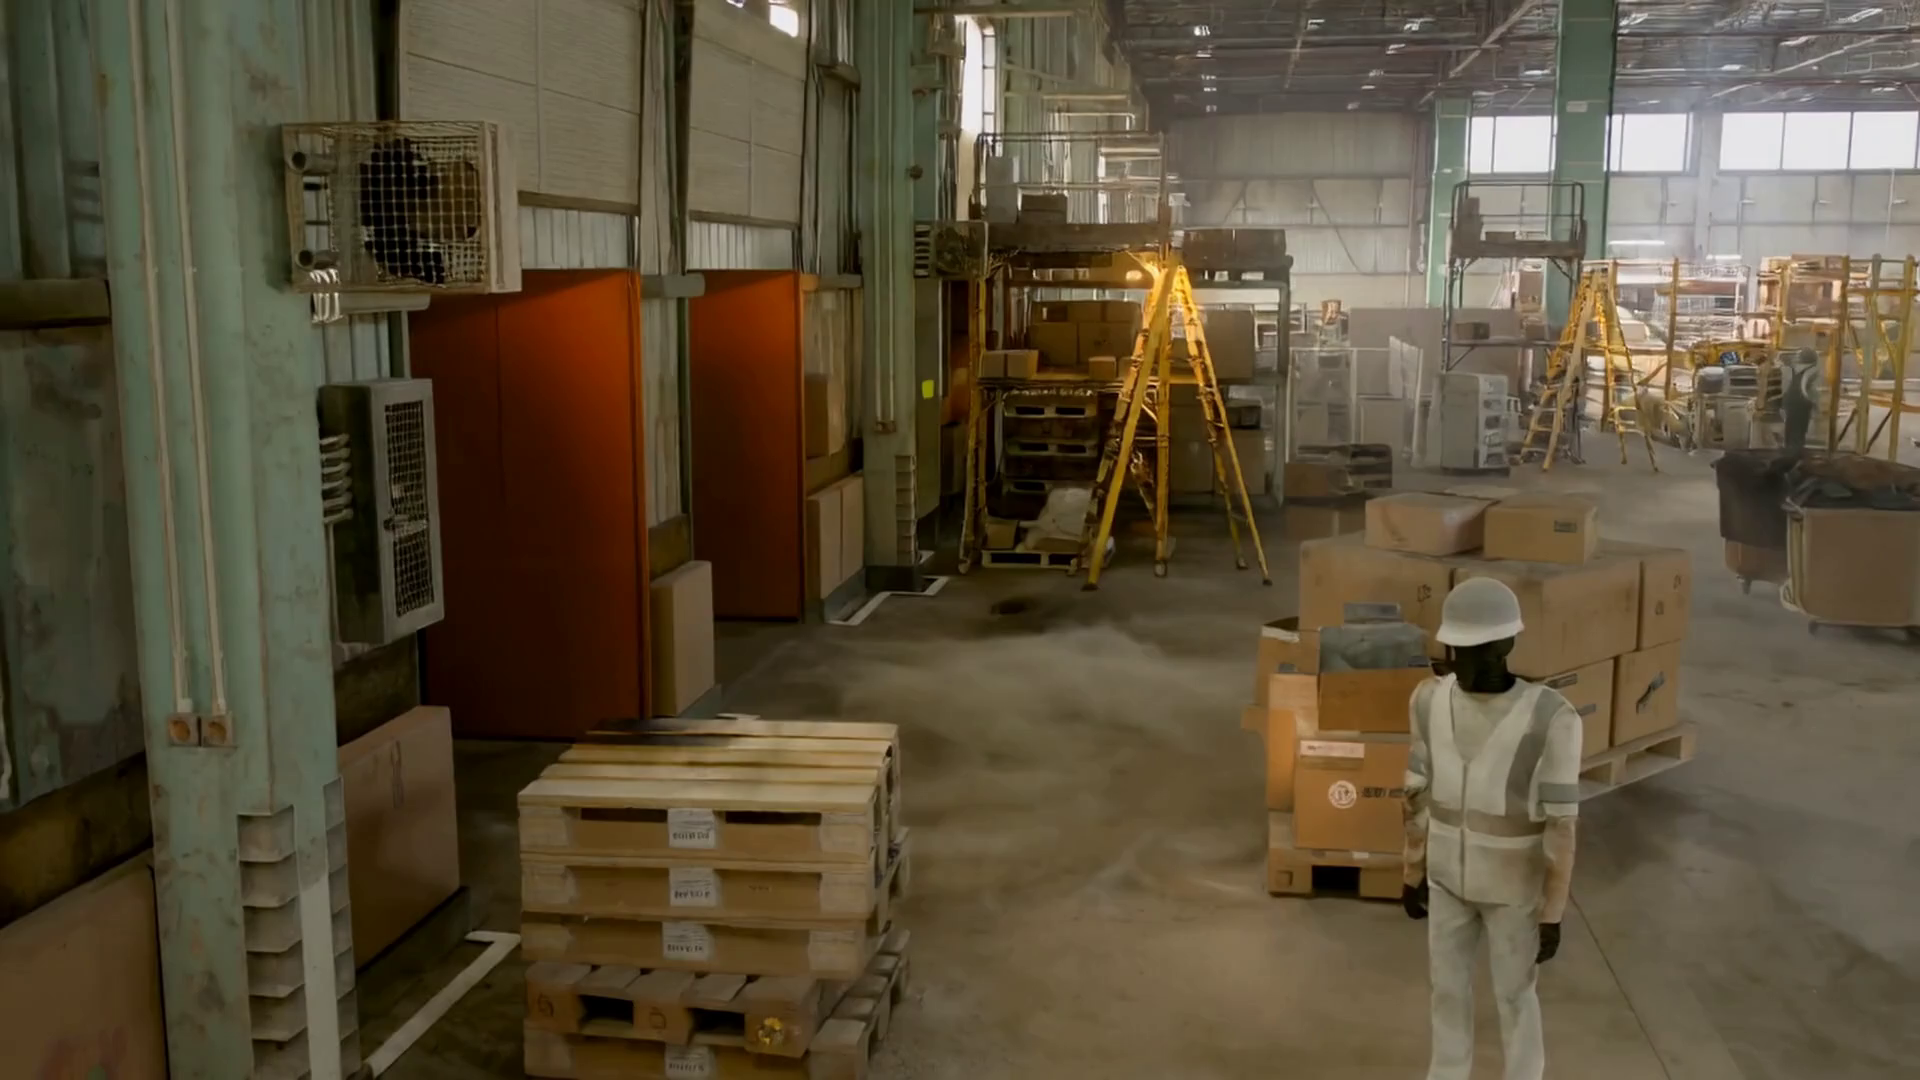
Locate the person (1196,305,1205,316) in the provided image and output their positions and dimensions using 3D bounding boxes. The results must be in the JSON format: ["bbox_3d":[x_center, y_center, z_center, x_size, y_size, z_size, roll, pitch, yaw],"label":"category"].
[{"bbox_3d":[6.412,-5.330,44.572,0.544,1.929,0.386,-8,12,-42],"label":"person"}]

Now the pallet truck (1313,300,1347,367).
[{"bbox_3d":[11.159,-6.200,49.718,0.823,1.965,1.885,4,10,26],"label":"pallet truck"}]

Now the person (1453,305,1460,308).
[{"bbox_3d":[14.499,-6.002,49.031,0.577,1.840,0.972,-4,10,-26],"label":"person"}]

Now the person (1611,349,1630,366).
[{"bbox_3d":[18.604,-5.660,46.649,0.602,1.923,0.628,0,9,-3],"label":"person"}]

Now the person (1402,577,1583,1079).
[{"bbox_3d":[1.625,1.058,5.206,0.398,1.918,0.586,-8,13,-42],"label":"person"}]

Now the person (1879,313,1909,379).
[{"bbox_3d":[22.107,-4.451,39.392,0.972,1.861,0.561,-6,11,-33],"label":"person"}]

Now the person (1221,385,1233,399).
[{"bbox_3d":[5.638,-3.602,34.830,0.315,1.634,0.517,-3,10,-15],"label":"person"}]

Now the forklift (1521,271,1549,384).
[{"bbox_3d":[14.631,-5.146,40.504,1.129,2.768,1.873,-1,9,-8],"label":"forklift"}]

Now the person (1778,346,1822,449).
[{"bbox_3d":[11.688,-1.775,23.062,0.689,1.817,0.543,-6,11,-31],"label":"person"}]

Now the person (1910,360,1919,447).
[{"bbox_3d":[15.643,-2.365,26.869,0.484,1.739,0.320,-4,10,-24],"label":"person"}]
